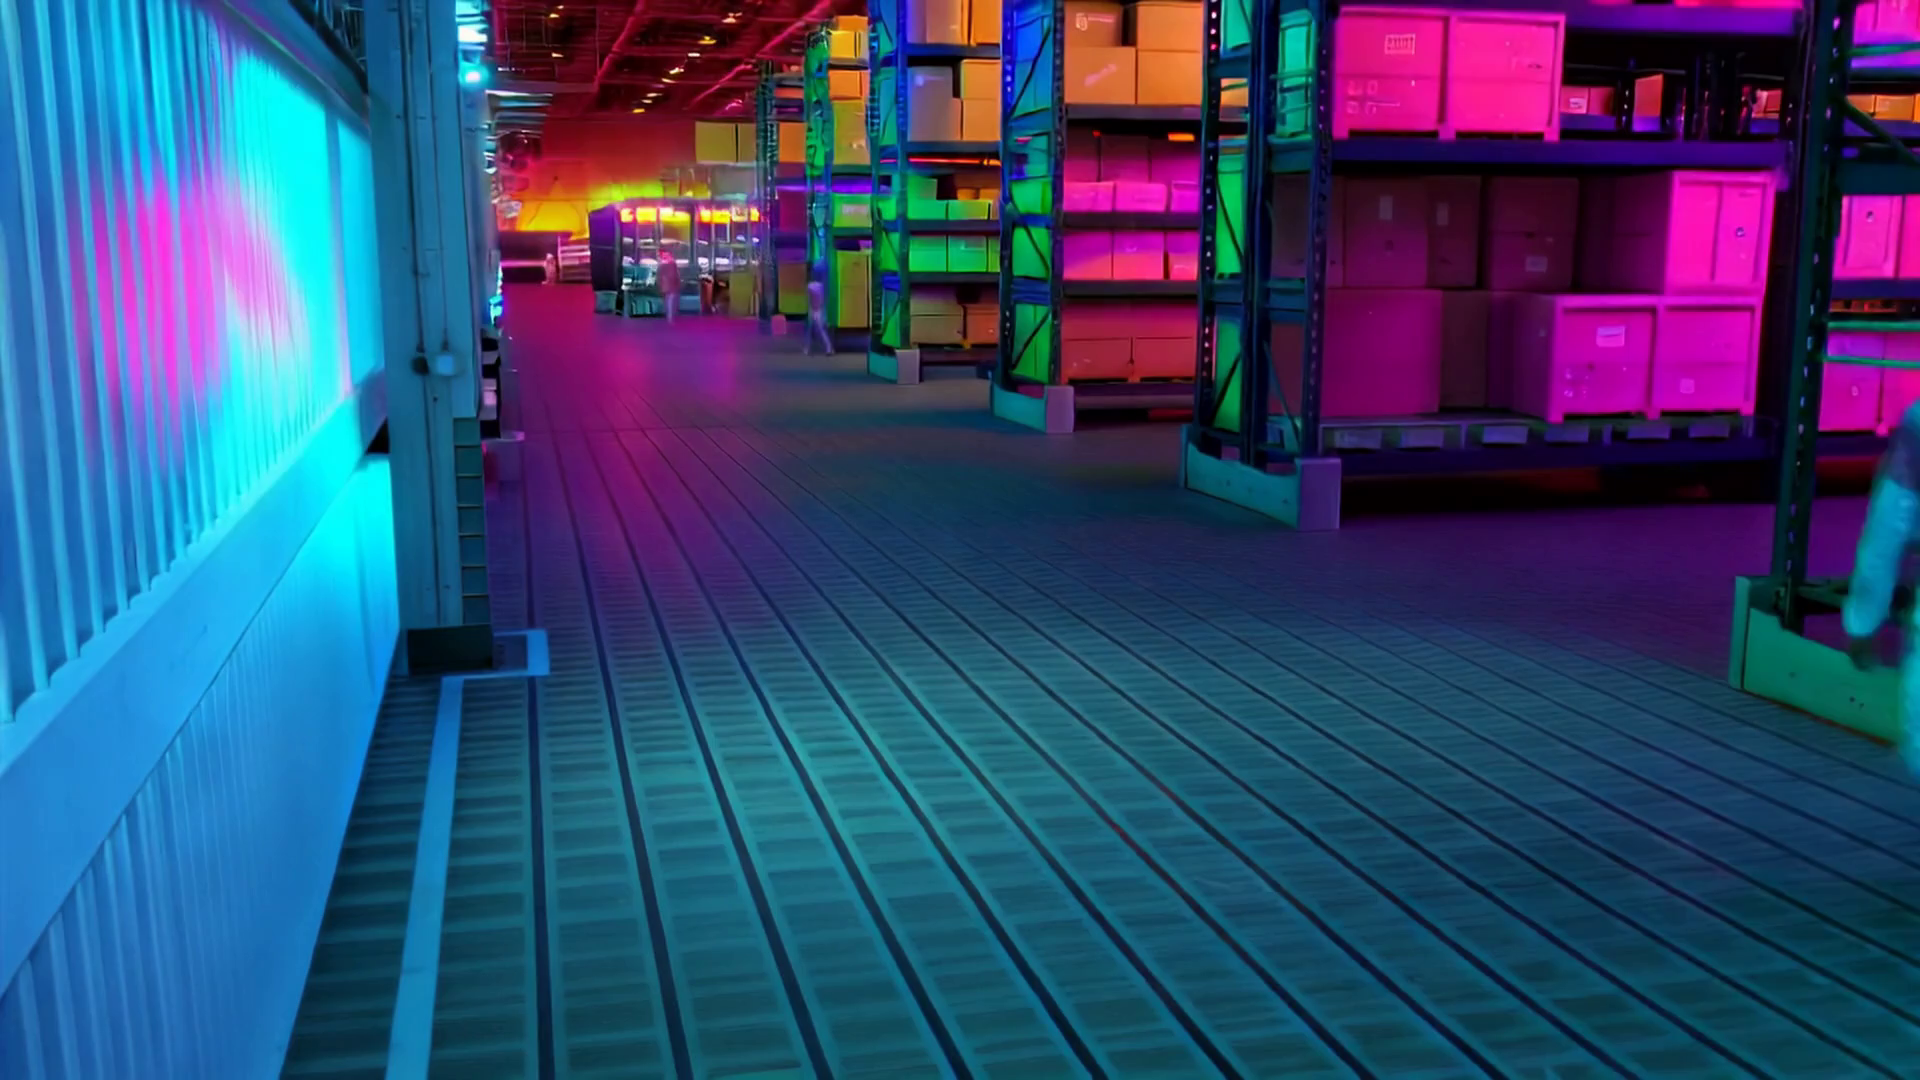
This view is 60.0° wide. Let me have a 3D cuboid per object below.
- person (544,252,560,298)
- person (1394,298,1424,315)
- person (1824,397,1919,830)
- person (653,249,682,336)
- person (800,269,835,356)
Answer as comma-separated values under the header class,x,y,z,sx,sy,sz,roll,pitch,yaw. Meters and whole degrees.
class,x,y,z,sx,sy,sz,roll,pitch,yaw
person,-15.884,-10.307,64.727,0.580,1.825,0.732,-3,10,-14
person,4.231,-1.608,15.839,0.938,1.689,0.494,-4,11,-20
person,3.306,0.155,5.432,0.714,1.858,0.966,-3,10,-17
person,-6.713,-5.630,37.887,0.646,1.941,0.990,5,11,26
person,-2.628,-4.187,30.713,0.733,1.617,0.521,9,14,43
